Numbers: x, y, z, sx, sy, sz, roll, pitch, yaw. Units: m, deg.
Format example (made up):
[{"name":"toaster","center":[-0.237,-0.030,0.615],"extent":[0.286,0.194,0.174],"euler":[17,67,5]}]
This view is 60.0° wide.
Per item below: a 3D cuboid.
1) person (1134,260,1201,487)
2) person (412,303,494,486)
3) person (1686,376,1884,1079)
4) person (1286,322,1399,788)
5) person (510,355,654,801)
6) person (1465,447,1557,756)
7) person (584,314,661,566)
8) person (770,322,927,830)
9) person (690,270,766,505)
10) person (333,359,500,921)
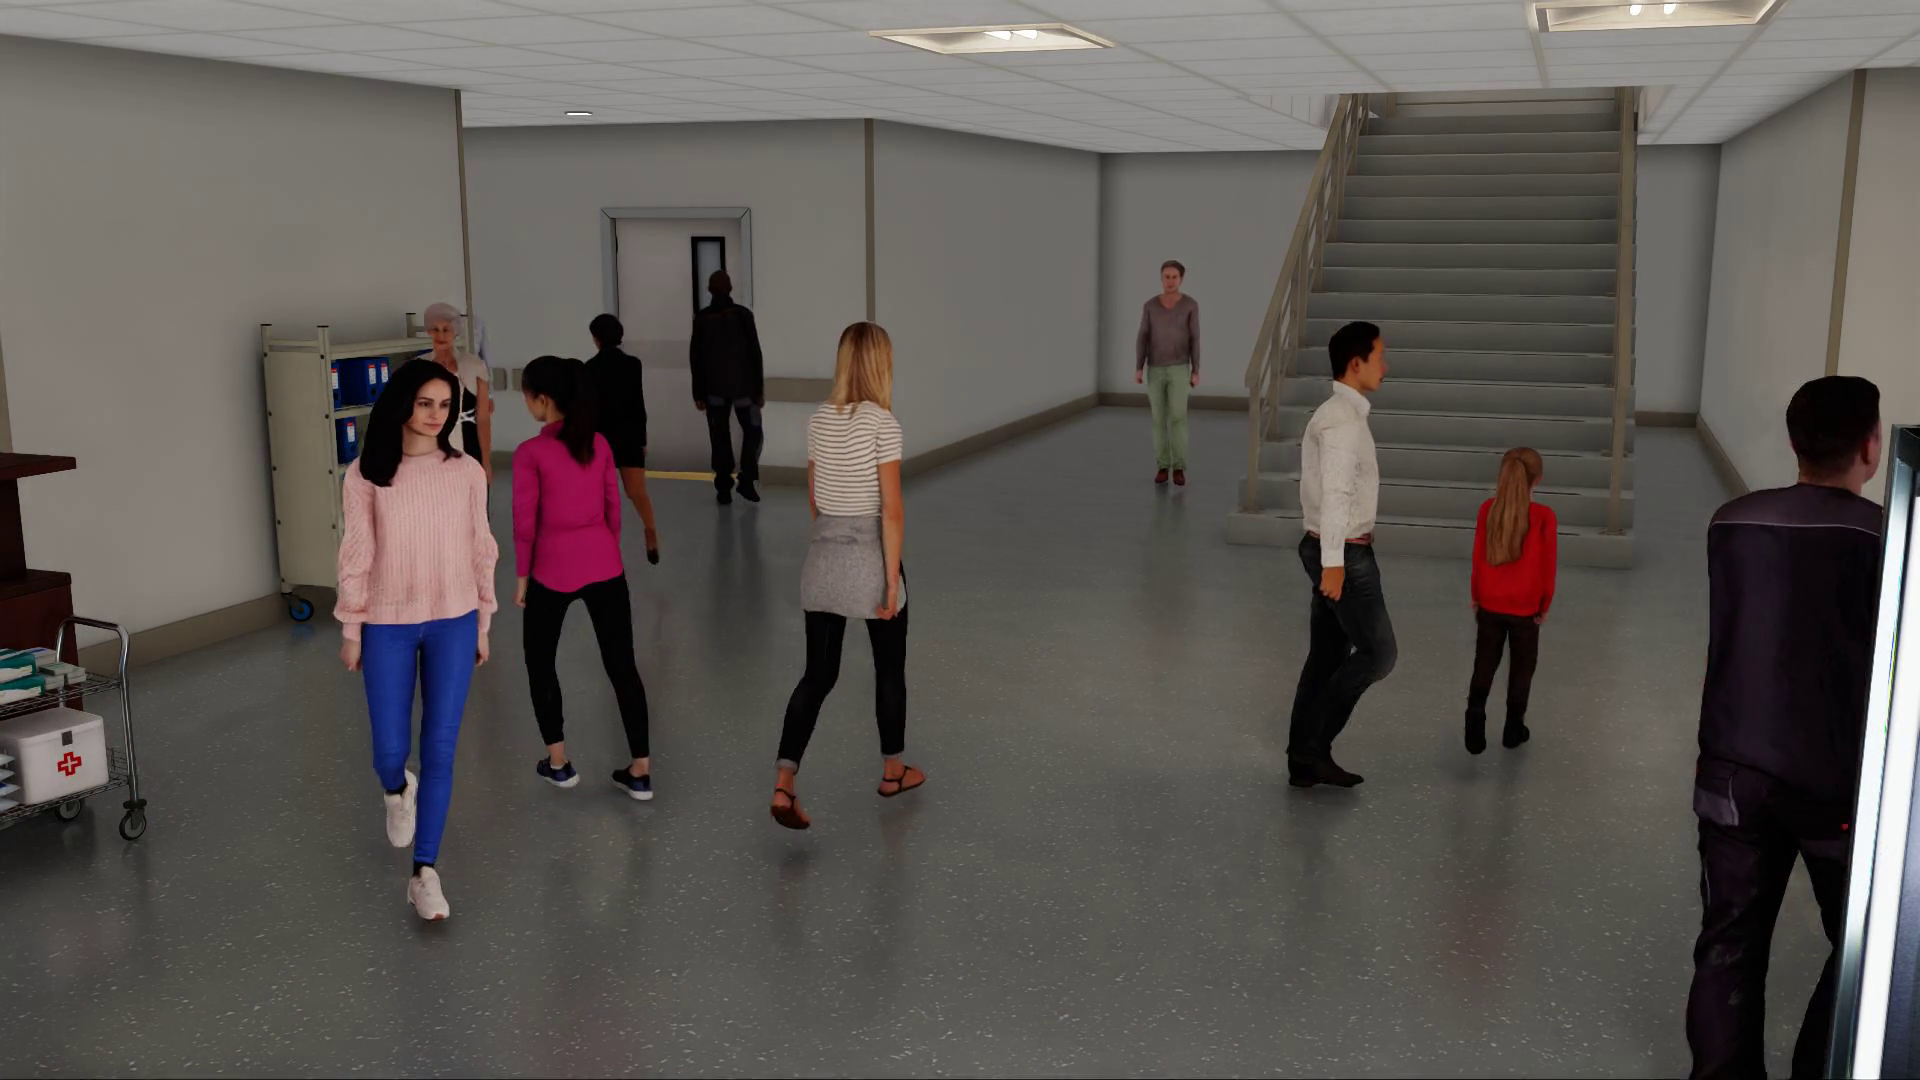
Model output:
[{"name":"person","center":[1.760,-1.400,13.981],"extent":[0.663,1.853,0.806],"euler":[4,11,19]},{"name":"person","center":[-2.765,-0.413,9.152],"extent":[0.947,1.715,1.171],"euler":[-1,11,-5]},{"name":"person","center":[1.809,0.562,3.691],"extent":[0.846,1.835,0.827],"euler":[-8,13,-35]},{"name":"person","center":[1.343,0.081,6.321],"extent":[0.798,1.800,0.616],"euler":[2,11,11]},{"name":"person","center":[-1.409,0.168,6.185],"extent":[0.755,1.679,0.810],"euler":[-6,12,-28]},{"name":"person","center":[2.222,0.263,6.778],"extent":[0.603,1.272,0.837],"euler":[7,13,34]},{"name":"person","center":[-2.037,-0.527,10.028],"extent":[0.967,1.611,1.003],"euler":[-6,12,-28]},{"name":"person","center":[-0.438,0.160,5.925],"extent":[0.631,1.791,1.126],"euler":[5,12,24]},{"name":"person","center":[-1.788,-1.166,12.842],"extent":[0.862,1.818,0.899],"euler":[0,11,0]},{"name":"person","center":[-1.733,0.302,5.310],"extent":[0.991,1.742,1.058],"euler":[-4,12,-21]}]
